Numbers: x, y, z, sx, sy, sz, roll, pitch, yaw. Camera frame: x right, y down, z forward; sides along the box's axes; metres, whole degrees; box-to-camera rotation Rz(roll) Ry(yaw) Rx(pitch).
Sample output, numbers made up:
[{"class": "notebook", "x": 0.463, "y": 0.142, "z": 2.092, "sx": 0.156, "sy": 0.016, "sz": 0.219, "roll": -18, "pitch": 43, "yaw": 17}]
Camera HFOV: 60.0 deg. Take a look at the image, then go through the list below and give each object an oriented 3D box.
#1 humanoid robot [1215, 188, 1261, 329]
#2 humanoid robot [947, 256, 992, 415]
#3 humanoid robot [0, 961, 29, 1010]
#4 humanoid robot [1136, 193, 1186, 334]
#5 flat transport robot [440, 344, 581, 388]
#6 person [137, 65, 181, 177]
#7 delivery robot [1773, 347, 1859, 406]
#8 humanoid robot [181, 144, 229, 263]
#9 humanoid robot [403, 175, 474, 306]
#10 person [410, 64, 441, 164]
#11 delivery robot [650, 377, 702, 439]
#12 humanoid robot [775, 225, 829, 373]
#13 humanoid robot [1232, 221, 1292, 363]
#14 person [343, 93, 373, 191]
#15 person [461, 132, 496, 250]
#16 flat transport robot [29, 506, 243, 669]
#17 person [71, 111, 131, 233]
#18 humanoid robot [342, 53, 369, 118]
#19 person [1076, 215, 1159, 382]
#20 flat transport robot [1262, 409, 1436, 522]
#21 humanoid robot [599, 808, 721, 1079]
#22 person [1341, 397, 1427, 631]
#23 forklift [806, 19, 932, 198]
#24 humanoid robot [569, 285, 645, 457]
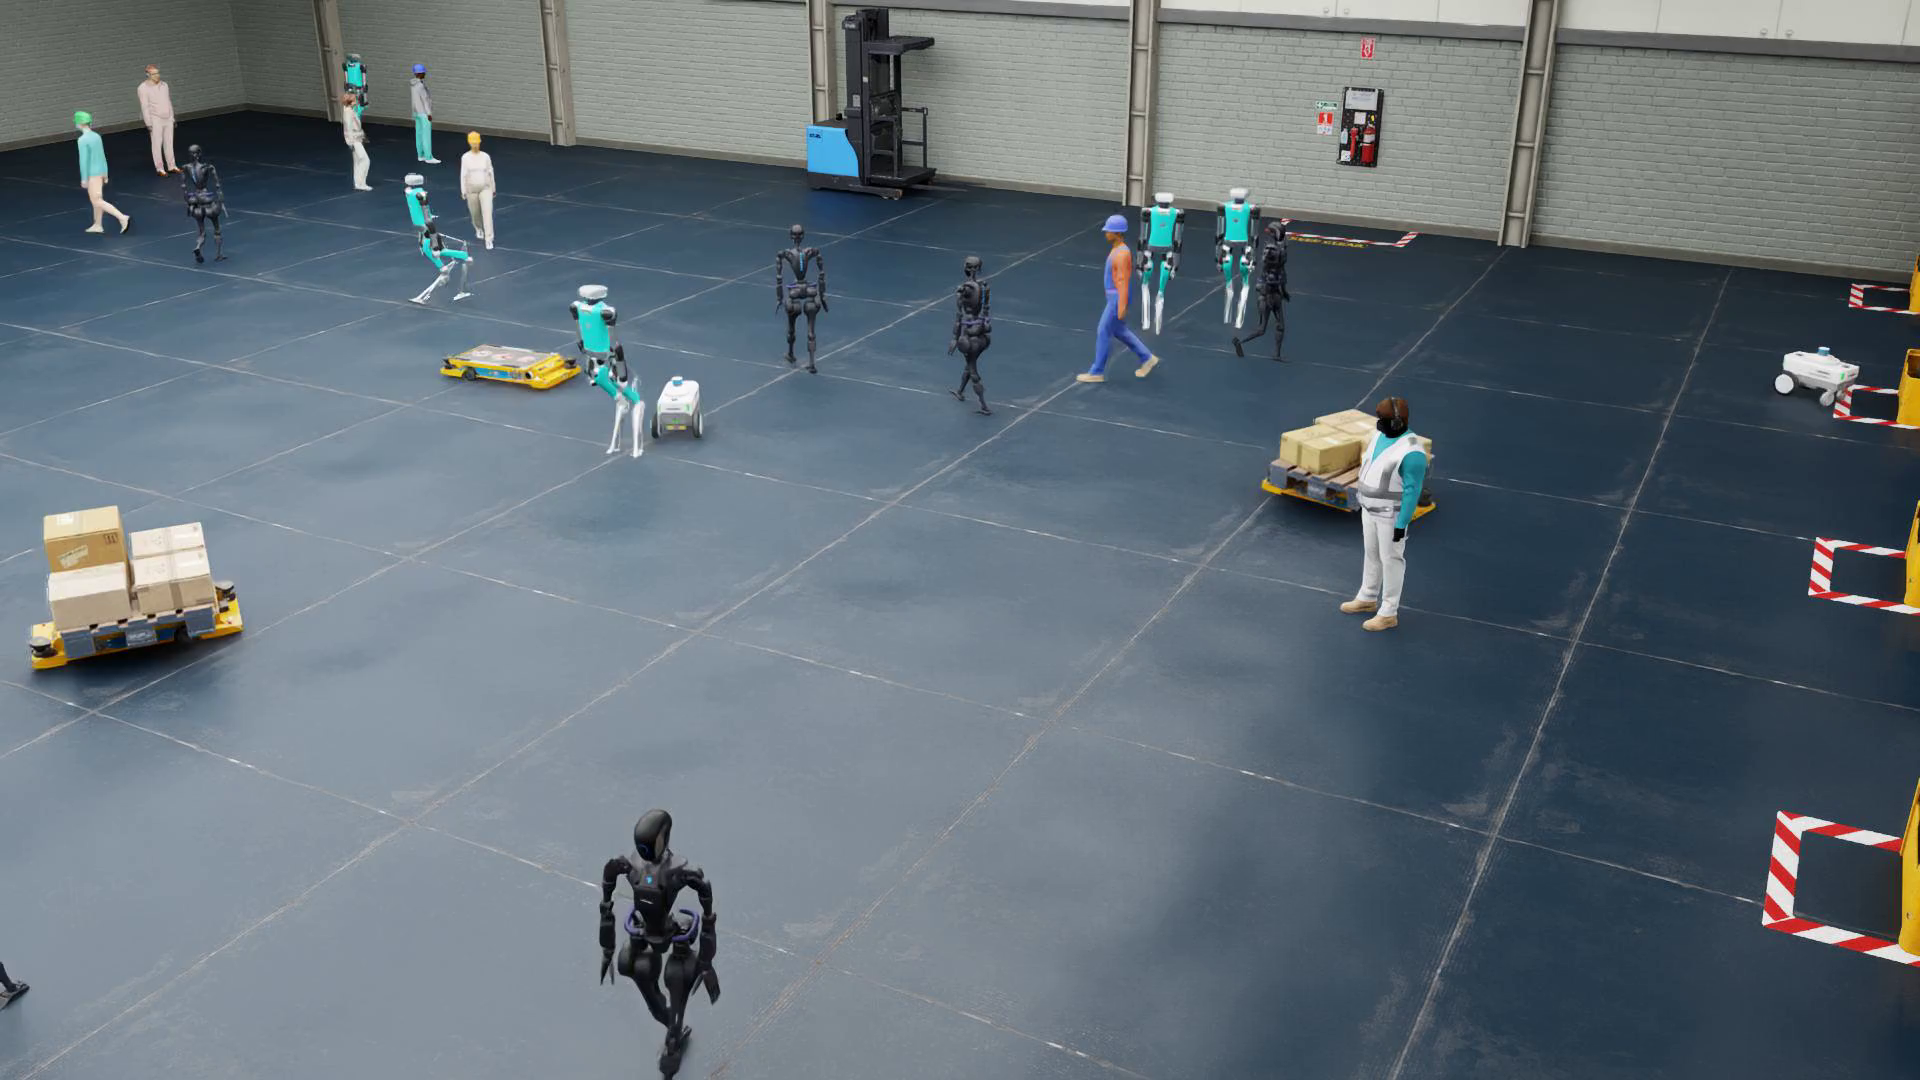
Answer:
[{"class": "humanoid robot", "x": 3.412, "y": -3.448, "z": 20.366, "sx": 0.539, "sy": 1.818, "sz": 0.729, "roll": 8, "pitch": 24, "yaw": 17}, {"class": "humanoid robot", "x": 0.067, "y": -2.162, "z": 17.442, "sx": 0.721, "sy": 1.636, "sz": 0.601, "roll": 17, "pitch": 28, "yaw": 34}, {"class": "humanoid robot", "x": -5.176, "y": 1.774, "z": 8.288, "sx": 0.601, "sy": 1.631, "sz": 0.735, "roll": 10, "pitch": 25, "yaw": 23}, {"class": "humanoid robot", "x": 2.374, "y": -3.303, "z": 20.097, "sx": 0.559, "sy": 1.879, "sz": 0.743, "roll": 0, "pitch": 23, "yaw": 0}, {"class": "flat transport robot", "x": -5.061, "y": -1.955, "z": 18.715, "sx": 1.431, "sy": 0.231, "sz": 0.659, "roll": 9, "pitch": 25, "yaw": 20}, {"class": "person", "x": -14.045, "y": -7.371, "z": 29.250, "sx": 0.402, "sy": 1.908, "sz": 0.641, "roll": 9, "pitch": 25, "yaw": 20}, {"class": "delivery robot", "x": 9.258, "y": -1.796, "z": 17.961, "sx": 0.517, "sy": 0.578, "sz": 0.746, "roll": -16, "pitch": 28, "yaw": -32}, {"class": "humanoid robot", "x": -10.644, "y": -4.710, "z": 23.351, "sx": 0.616, "sy": 1.629, "sz": 0.573, "roll": 2, "pitch": 23, "yaw": 4}, {"class": "humanoid robot", "x": -6.591, "y": -3.797, "z": 21.177, "sx": 1.037, "sy": 1.748, "sz": 0.541, "roll": -18, "pitch": 29, "yaw": -35}, {"class": "person", "x": -9.818, "y": -7.789, "z": 30.387, "sx": 0.358, "sy": 1.776, "sz": 0.544, "roll": -19, "pitch": 30, "yaw": -37}, {"class": "delivery robot", "x": -2.871, "y": -1.372, "z": 16.972, "sx": 0.499, "sy": 0.576, "sz": 0.768, "roll": 0, "pitch": 23, "yaw": -1}, {"class": "humanoid robot", "x": -1.807, "y": -2.760, "z": 18.827, "sx": 0.610, "sy": 1.631, "sz": 0.708, "roll": -7, "pitch": 24, "yaw": -17}, {"class": "humanoid robot", "x": 3.520, "y": -2.858, "z": 19.067, "sx": 0.679, "sy": 1.634, "sz": 0.611, "roll": 16, "pitch": 28, "yaw": 32}, {"class": "person", "x": -10.147, "y": -6.718, "z": 28.084, "sx": 0.456, "sy": 1.620, "sz": 0.525, "roll": -7, "pitch": 24, "yaw": -15}, {"class": "person", "x": -7.064, "y": -5.159, "z": 24.398, "sx": 0.476, "sy": 1.666, "sz": 0.815, "roll": -6, "pitch": 24, "yaw": -13}, {"class": "flat transport robot", "x": -6.248, "y": 0.654, "z": 12.640, "sx": 1.431, "sy": 0.231, "sz": 0.659, "roll": -11, "pitch": 26, "yaw": -24}, {"class": "person", "x": -12.964, "y": -5.508, "z": 24.988, "sx": 0.781, "sy": 1.848, "sz": 0.521, "roll": 2, "pitch": 23, "yaw": 5}, {"class": "humanoid robot", "x": -11.682, "y": -8.332, "z": 31.797, "sx": 0.533, "sy": 1.818, "sz": 0.814, "roll": 9, "pitch": 25, "yaw": 20}, {"class": "person", "x": 1.776, "y": -2.650, "z": 18.297, "sx": 0.874, "sy": 1.879, "sz": 0.540, "roll": 0, "pitch": 23, "yaw": 0}, {"class": "flat transport robot", "x": 3.552, "y": -0.453, "z": 15.218, "sx": 1.431, "sy": 0.231, "sz": 0.659, "roll": 20, "pitch": 30, "yaw": 39}, {"class": "humanoid robot", "x": -1.435, "y": 1.959, "z": 7.880, "sx": 0.608, "sy": 1.620, "sz": 0.787, "roll": 3, "pitch": 23, "yaw": 8}, {"class": "person", "x": 3.228, "y": -0.210, "z": 12.668, "sx": 0.430, "sy": 1.838, "sz": 0.618, "roll": -7, "pitch": 24, "yaw": -15}, {"class": "forklift", "x": -1.573, "y": -7.292, "z": 27.850, "sx": 1.873, "sy": 2.768, "sz": 1.129, "roll": 12, "pitch": 26, "yaw": 25}, {"class": "humanoid robot", "x": -3.346, "y": -1.648, "z": 16.147, "sx": 0.531, "sy": 1.790, "sz": 0.689, "roll": 13, "pitch": 27, "yaw": 28}]
